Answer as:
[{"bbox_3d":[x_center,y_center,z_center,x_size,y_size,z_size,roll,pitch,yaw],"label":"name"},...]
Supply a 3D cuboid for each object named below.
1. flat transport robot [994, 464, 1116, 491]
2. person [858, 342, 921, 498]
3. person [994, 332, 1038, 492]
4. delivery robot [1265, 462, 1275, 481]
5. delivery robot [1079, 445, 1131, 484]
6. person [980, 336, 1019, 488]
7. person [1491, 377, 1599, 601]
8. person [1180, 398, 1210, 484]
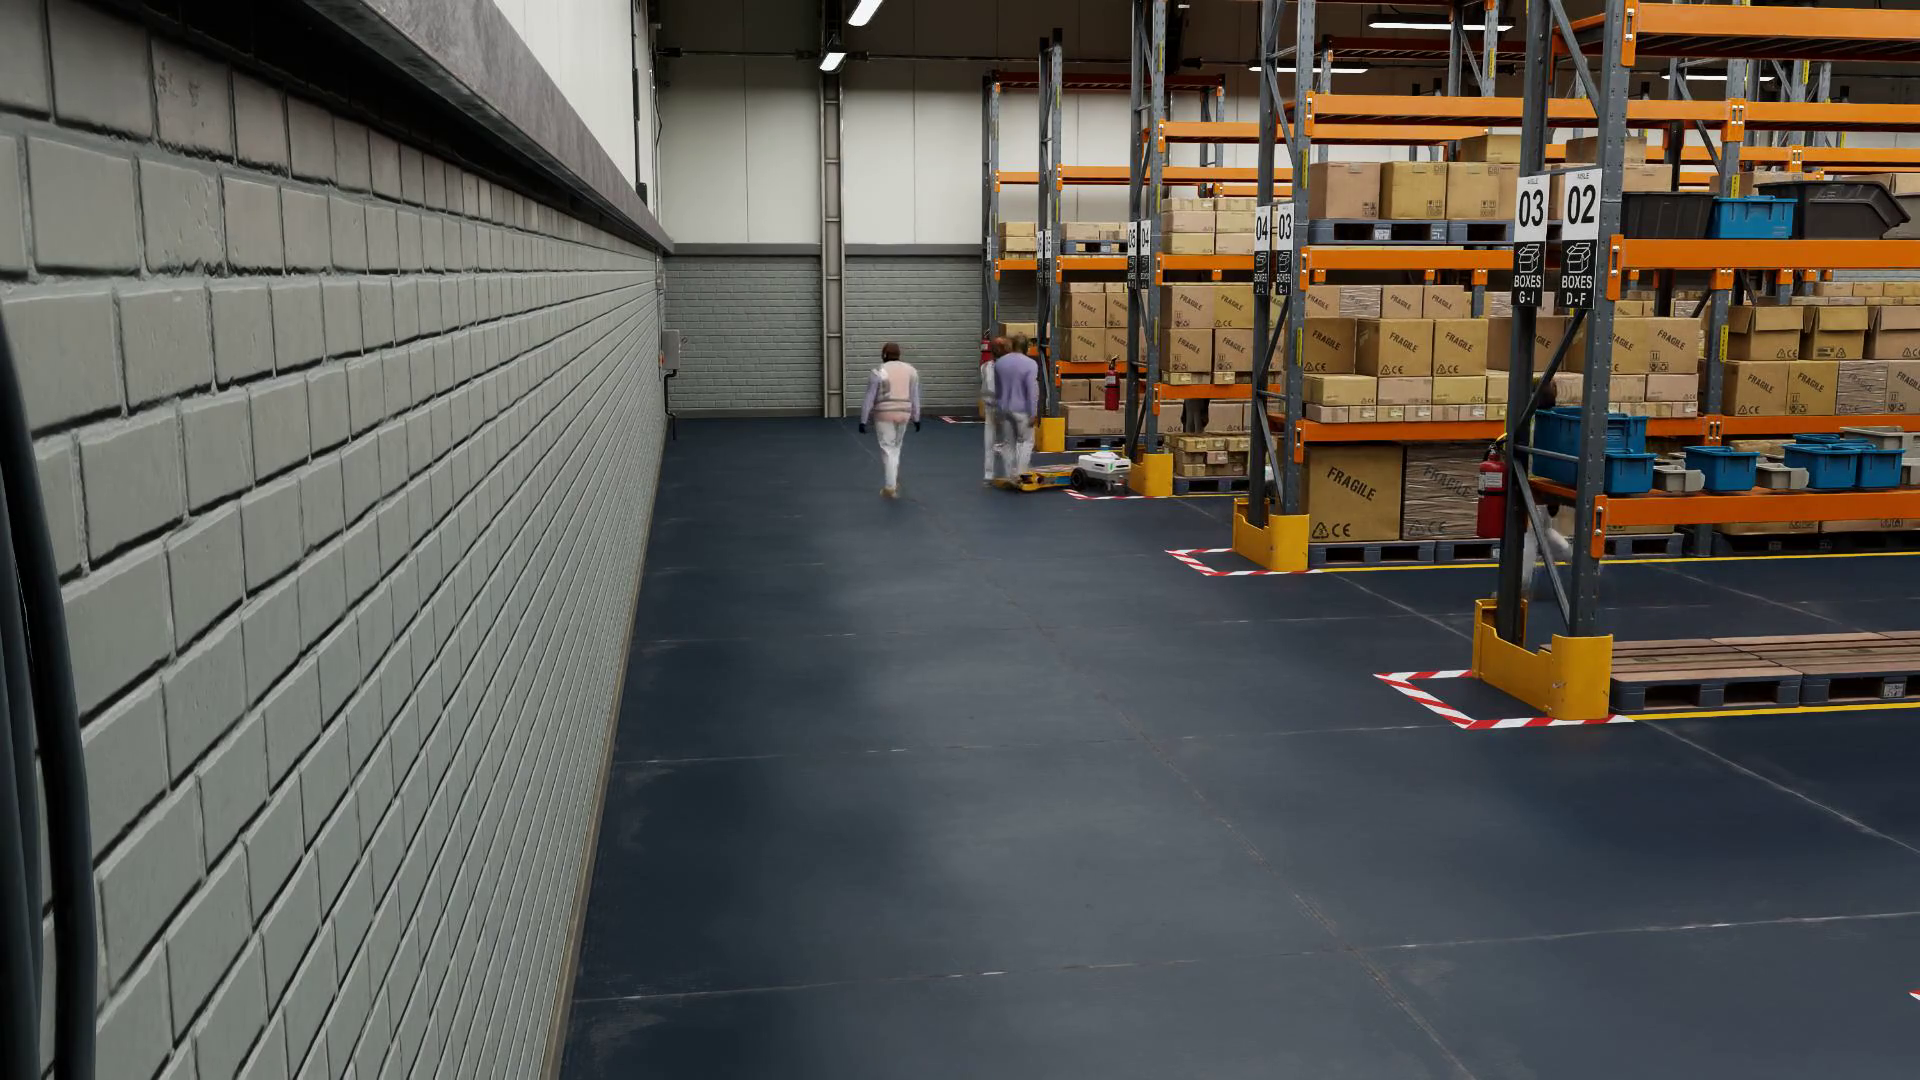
[{"bbox_3d":[1.187,-0.782,20.415,1.431,0.197,0.652,-6,11,-31],"label":"flat transport robot"},{"bbox_3d":[-0.852,-1.410,19.534,0.751,1.809,0.648,-6,11,-31],"label":"person"},{"bbox_3d":[0.667,-1.530,19.995,0.671,1.911,0.463,8,12,40],"label":"person"},{"bbox_3d":[3.733,-0.759,19.110,0.707,0.478,0.477,-2,9,-10],"label":"delivery robot"},{"bbox_3d":[1.734,-0.888,19.906,0.477,0.478,0.707,-6,11,-31],"label":"delivery robot"},{"bbox_3d":[0.532,-1.587,20.518,0.582,1.865,0.822,4,10,25],"label":"person"},{"bbox_3d":[4.733,-0.400,13.321,0.784,1.816,0.631,2,9,11],"label":"person"},{"bbox_3d":[2.902,-1.597,20.566,0.333,1.860,0.510,-5,10,-26],"label":"person"}]
